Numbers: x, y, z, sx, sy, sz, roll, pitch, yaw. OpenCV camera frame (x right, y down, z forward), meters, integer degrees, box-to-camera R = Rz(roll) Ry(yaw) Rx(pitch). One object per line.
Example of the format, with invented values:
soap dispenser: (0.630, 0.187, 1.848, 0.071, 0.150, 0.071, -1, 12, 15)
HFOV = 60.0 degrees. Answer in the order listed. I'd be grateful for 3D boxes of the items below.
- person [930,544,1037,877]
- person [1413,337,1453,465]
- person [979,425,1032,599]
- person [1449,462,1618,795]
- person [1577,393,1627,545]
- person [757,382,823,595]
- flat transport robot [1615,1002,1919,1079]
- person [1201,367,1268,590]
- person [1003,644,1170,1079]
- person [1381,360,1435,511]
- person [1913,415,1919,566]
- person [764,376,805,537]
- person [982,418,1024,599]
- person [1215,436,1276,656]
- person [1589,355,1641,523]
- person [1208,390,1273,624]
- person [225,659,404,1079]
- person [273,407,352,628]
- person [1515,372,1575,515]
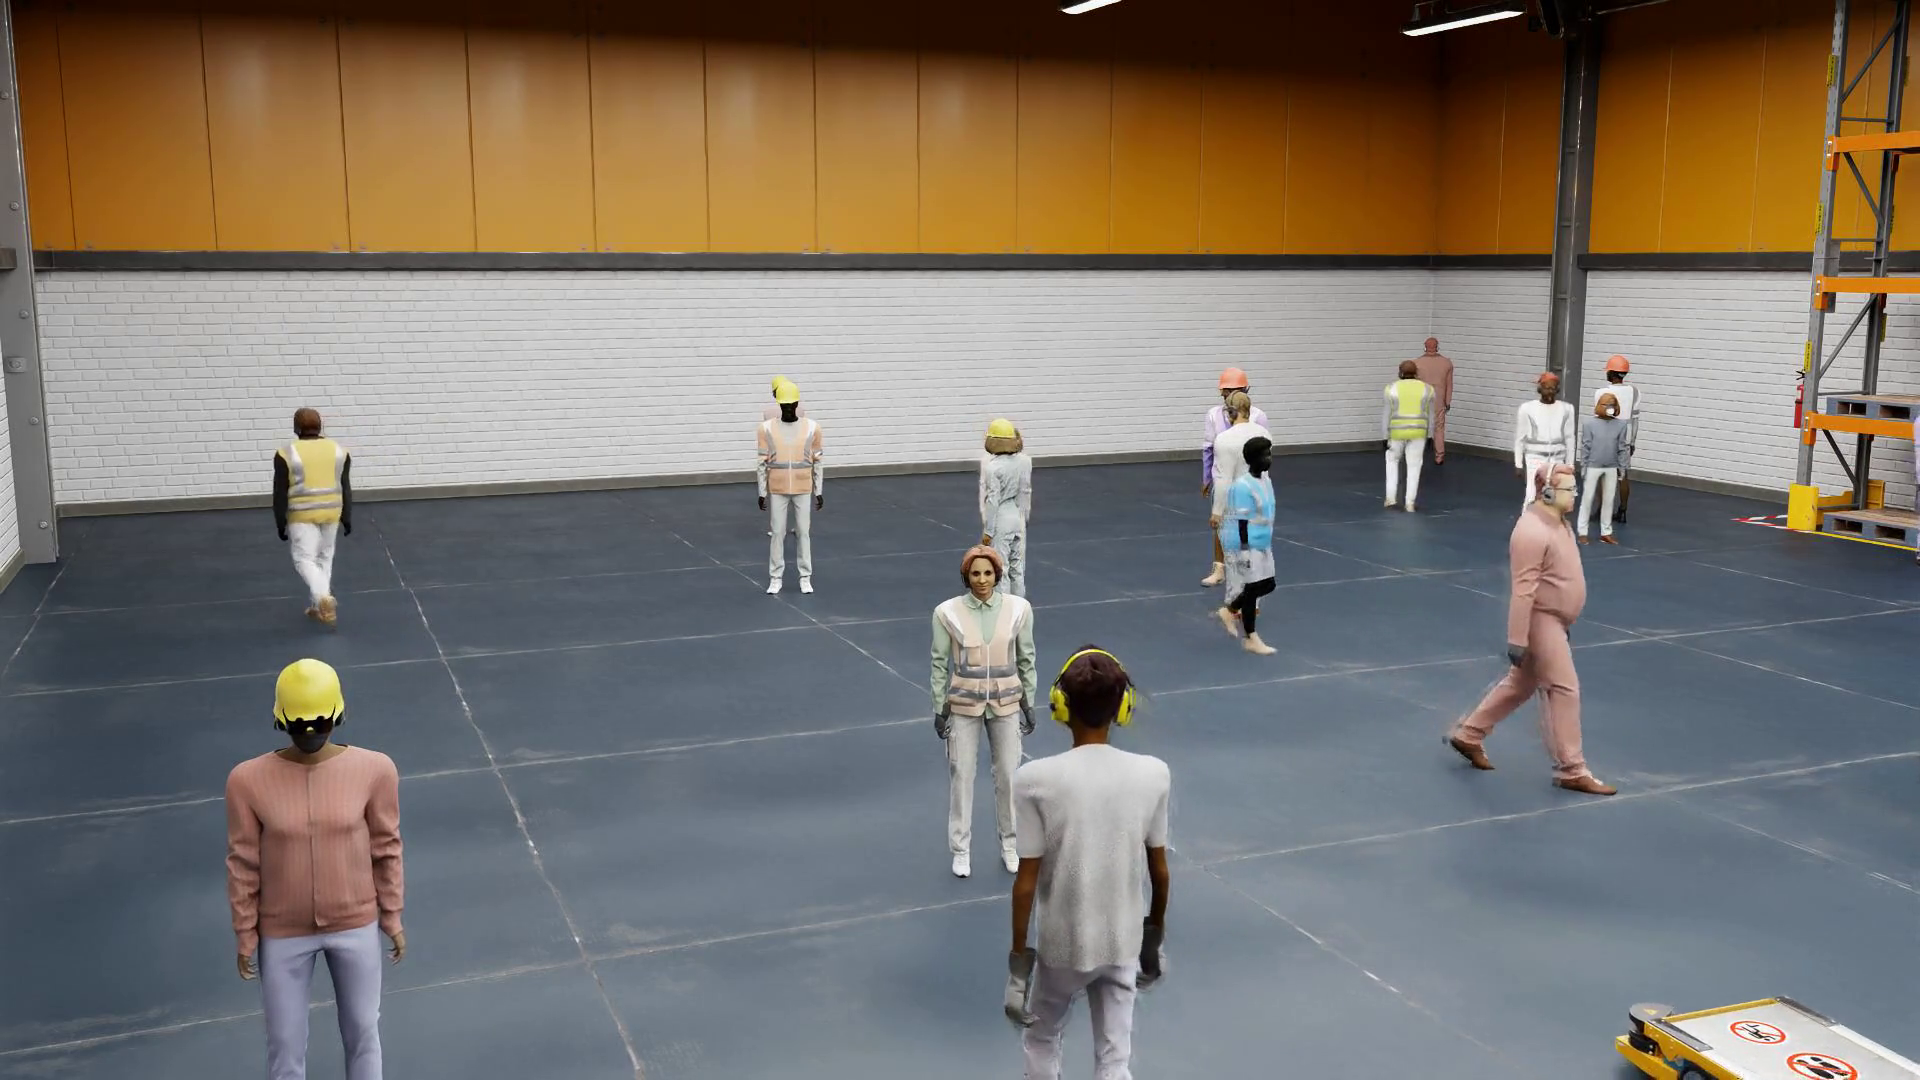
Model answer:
person: (0.113, 0.826, 8.082, 0.519, 1.633, 0.311, -1, 9, -7)
person: (6.974, -2.051, 24.699, 0.639, 1.902, 0.407, 1, 9, 4)
person: (0.379, -0.244, 14.682, 0.512, 1.591, 0.843, -3, 10, -20)
person: (3.280, 0.473, 9.506, 0.959, 1.871, 0.653, 5, 11, 30)
person: (6.821, -0.752, 17.669, 0.497, 1.626, 0.287, 0, 9, -3)
person: (-1.528, -0.464, 14.998, 0.595, 1.925, 0.373, -1, 9, -6)
flat transport robot: (2.982, 1.909, 5.624, 0.652, 0.197, 1.431, -3, 10, -19)
person: (2.487, -0.556, 15.206, 0.615, 2.041, 0.386, 6, 11, 33)
person: (0.362, 1.223, 5.054, 0.554, 1.834, 0.742, -2, 10, -12)
person: (5.425, -1.265, 20.192, 0.647, 1.824, 0.604, 1, 9, 9)
person: (9.597, -0.630, 16.213, 0.796, 1.861, 0.427, -5, 10, -26)
person: (-1.929, -0.909, 18.210, 0.523, 1.760, 0.328, -8, 12, -39)
person: (0.329, -0.106, 13.384, 0.295, 1.744, 0.488, 6, 11, 31)
person: (2.197, 0.036, 12.702, 0.485, 1.681, 0.538, 6, 11, 34)
person: (7.511, -1.150, 19.114, 0.551, 1.940, 0.349, -2, 10, -10)
person: (2.313, -0.273, 13.820, 0.628, 1.935, 0.373, -8, 12, -41)
person: (-2.019, 1.229, 5.251, 0.522, 1.761, 0.322, -4, 10, -22)
person: (-5.282, -0.183, 13.650, 0.633, 1.816, 0.817, -9, 13, -43)
person: (6.048, -0.793, 17.169, 0.580, 1.874, 0.411, 0, 9, 1)
